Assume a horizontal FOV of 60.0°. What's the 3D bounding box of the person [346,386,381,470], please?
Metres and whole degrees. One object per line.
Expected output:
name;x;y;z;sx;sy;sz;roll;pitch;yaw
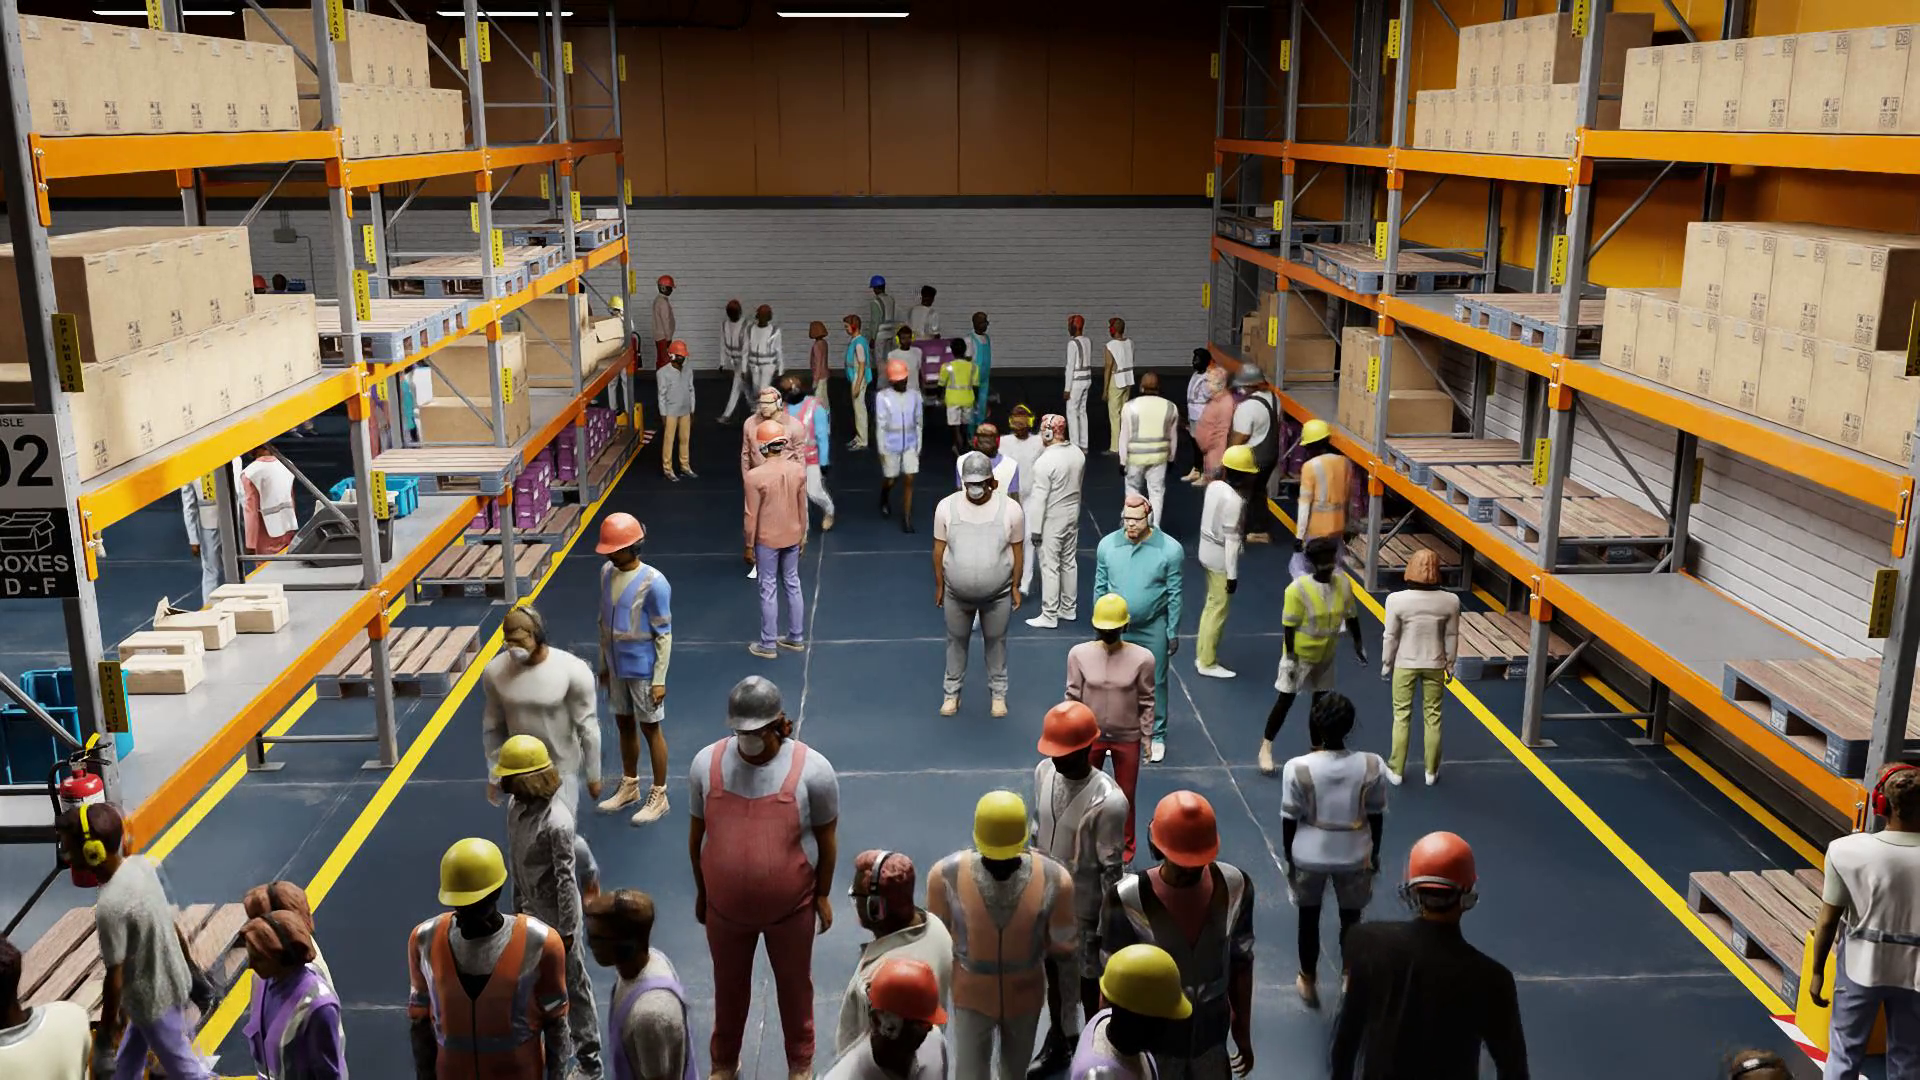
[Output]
person;-7.570;-1.870;21.177;0.618;1.986;0.408;4;15;14

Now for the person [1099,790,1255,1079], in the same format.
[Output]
person;0.834;1.890;6.328;0.613;2.031;0.402;-4;15;-14

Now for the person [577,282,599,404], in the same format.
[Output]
person;-5.886;-3.090;26.124;0.397;1.910;0.587;-5;15;-18

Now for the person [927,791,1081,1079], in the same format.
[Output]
person;0.176;1.870;6.669;0.611;1.882;0.727;-1;14;-6

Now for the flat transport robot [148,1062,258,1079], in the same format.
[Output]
flat transport robot;-3.315;2.624;6.948;0.652;0.197;1.431;0;14;-2

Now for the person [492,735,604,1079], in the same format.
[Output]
person;-1.914;1.709;7.630;0.360;1.736;0.488;-13;19;-41

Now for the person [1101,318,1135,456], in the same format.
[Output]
person;2.116;-2.028;22.096;0.386;1.838;0.567;13;19;41

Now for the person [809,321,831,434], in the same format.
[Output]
person;-1.981;-2.264;23.416;0.265;1.632;0.508;2;14;9

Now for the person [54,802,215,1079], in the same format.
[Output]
person;-3.309;1.897;6.775;1.004;1.798;0.563;-4;15;-15

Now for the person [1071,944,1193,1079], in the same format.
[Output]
person;0.528;2.185;5.406;0.399;1.913;0.591;2;14;7

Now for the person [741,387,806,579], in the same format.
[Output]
person;-1.817;-0.543;16.119;0.649;1.906;0.401;3;15;12

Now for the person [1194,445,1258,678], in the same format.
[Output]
person;2.116;0.169;13.331;0.452;1.911;0.636;-2;14;-8

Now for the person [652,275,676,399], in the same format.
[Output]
person;-4.675;-3.205;26.415;0.399;1.984;0.610;-6;15;-22

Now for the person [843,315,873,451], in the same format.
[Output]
person;-1.375;-2.121;22.451;0.389;1.837;0.563;-2;14;-9

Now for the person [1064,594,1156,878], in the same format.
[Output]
person;0.869;1.160;9.718;0.535;1.766;0.317;2;14;10

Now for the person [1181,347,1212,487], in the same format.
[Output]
person;2.927;-1.503;20.306;0.318;1.697;0.534;-4;15;-15

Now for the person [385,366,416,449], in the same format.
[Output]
person;-6.752;-1.432;19.966;0.565;1.732;0.719;9;17;31

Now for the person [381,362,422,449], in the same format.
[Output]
person;-7.136;-1.834;21.169;0.390;1.916;0.585;8;16;27

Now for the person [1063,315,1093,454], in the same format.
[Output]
person;1.559;-2.052;22.112;0.364;1.878;0.584;8;16;29

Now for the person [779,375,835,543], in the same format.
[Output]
person;-1.633;-0.863;17.607;0.648;1.801;0.721;8;16;28

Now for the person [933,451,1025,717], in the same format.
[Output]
person;0.133;0.336;12.398;0.687;2.000;0.535;1;14;4

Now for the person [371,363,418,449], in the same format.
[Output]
person;-6.967;-1.730;20.508;0.536;2.000;0.684;-3;15;-13

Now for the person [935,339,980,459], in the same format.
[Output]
person;-0.042;-1.779;21.488;0.544;1.638;0.890;-6;16;-23

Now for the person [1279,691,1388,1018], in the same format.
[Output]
person;1.842;1.579;8.226;0.543;1.682;0.546;1;14;2

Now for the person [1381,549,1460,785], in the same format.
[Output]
person;3.078;0.857;11.168;0.500;1.633;0.282;1;14;3

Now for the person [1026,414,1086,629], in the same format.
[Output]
person;0.826;-0.168;14.663;0.399;1.901;0.643;11;18;37

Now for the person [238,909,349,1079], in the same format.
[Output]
person;-2.443;2.126;6.191;0.520;1.630;0.324;11;18;38

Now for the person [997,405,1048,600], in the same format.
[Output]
person;0.593;-0.370;15.638;0.504;1.806;1.023;4;15;14

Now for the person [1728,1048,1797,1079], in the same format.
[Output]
person;2.385;2.360;4.931;0.506;1.805;0.735;-9;17;-31

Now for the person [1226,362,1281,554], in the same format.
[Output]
person;3.023;-0.889;17.207;0.546;2.000;0.756;11;18;37

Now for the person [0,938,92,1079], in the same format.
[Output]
person;-3.014;2.181;5.427;0.390;1.910;0.583;2;14;9

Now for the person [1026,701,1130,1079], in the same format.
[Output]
person;0.499;1.634;7.544;0.389;1.925;0.550;-11;18;-38

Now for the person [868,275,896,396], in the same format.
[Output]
person;-1.272;-3.303;26.887;0.395;1.940;0.601;7;16;26

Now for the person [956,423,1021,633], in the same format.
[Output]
person;0.240;-0.114;14.586;0.616;1.836;0.482;2;14;9

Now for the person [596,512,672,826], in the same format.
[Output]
person;-2.092;0.810;10.556;0.605;2.034;0.387;11;18;36

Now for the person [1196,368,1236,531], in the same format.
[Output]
person;2.670;-0.890;17.562;0.402;1.885;0.758;-1;14;-4

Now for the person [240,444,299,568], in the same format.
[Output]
person;-5.859;-0.048;14.178;0.405;1.909;0.597;3;15;13

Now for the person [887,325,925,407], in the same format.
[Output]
person;-0.661;-1.827;21.319;0.575;1.831;0.825;-7;16;-24

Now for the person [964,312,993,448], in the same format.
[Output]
person;0.263;-2.198;22.735;0.333;1.844;0.514;10;17;34

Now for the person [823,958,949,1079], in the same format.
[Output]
person;-0.187;2.249;5.534;0.639;1.719;0.553;-10;17;-34

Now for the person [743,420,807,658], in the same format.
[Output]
person;-1.547;-0.011;13.883;0.613;1.987;0.408;-14;20;-43

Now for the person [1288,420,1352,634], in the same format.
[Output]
person;3.137;-0.099;14.423;0.695;1.891;0.510;-10;17;-34

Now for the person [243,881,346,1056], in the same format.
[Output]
person;-2.527;2.071;6.409;0.318;1.631;0.524;-7;16;-26

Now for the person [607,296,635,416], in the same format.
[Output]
person;-5.081;-2.706;24.784;0.595;1.827;0.403;4;15;15

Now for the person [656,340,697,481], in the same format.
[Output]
person;-3.491;-1.611;20.637;0.351;1.743;0.568;12;19;40

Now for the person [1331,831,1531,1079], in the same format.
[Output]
person;1.711;2.009;5.973;0.753;1.960;0.614;13;19;41

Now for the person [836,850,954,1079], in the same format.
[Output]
person;-0.251;2.026;6.064;0.399;1.893;0.655;4;15;16

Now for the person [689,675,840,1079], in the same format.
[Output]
person;-0.899;1.584;7.502;0.680;2.000;0.536;2;14;6

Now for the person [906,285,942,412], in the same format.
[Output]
person;-0.584;-2.905;25.332;0.665;1.936;0.574;11;18;36

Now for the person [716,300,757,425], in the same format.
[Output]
person;-3.251;-2.620;24.438;0.591;1.829;0.985;10;18;35

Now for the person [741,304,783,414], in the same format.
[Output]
person;-2.799;-2.448;23.732;0.587;1.844;0.890;5;15;20

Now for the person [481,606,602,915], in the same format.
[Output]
person;-2.259;1.257;9.051;0.640;1.913;0.486;3;15;11

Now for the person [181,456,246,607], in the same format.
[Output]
person;-6.401;-0.089;14.345;0.410;1.908;0.598;8;17;30

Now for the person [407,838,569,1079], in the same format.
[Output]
person;-1.729;1.990;6.132;0.584;1.928;0.367;0;14;0

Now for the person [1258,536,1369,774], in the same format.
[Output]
person;2.420;0.774;11.372;0.719;1.698;0.392;-7;16;-26

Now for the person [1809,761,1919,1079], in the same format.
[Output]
person;3.861;1.829;6.953;0.561;1.836;0.397;4;15;14

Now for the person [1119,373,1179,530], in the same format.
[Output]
person;1.970;-0.884;17.661;0.644;1.802;0.894;-1;14;-4

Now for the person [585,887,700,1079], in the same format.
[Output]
person;-1.109;2.090;5.953;0.400;1.829;0.507;-3;15;-13

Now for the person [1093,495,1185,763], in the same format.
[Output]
person;1.229;0.611;11.616;0.645;1.900;0.399;5;15;20

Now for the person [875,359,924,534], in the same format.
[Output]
person;-0.672;-1.049;18.100;0.549;1.912;0.672;-5;15;-18
